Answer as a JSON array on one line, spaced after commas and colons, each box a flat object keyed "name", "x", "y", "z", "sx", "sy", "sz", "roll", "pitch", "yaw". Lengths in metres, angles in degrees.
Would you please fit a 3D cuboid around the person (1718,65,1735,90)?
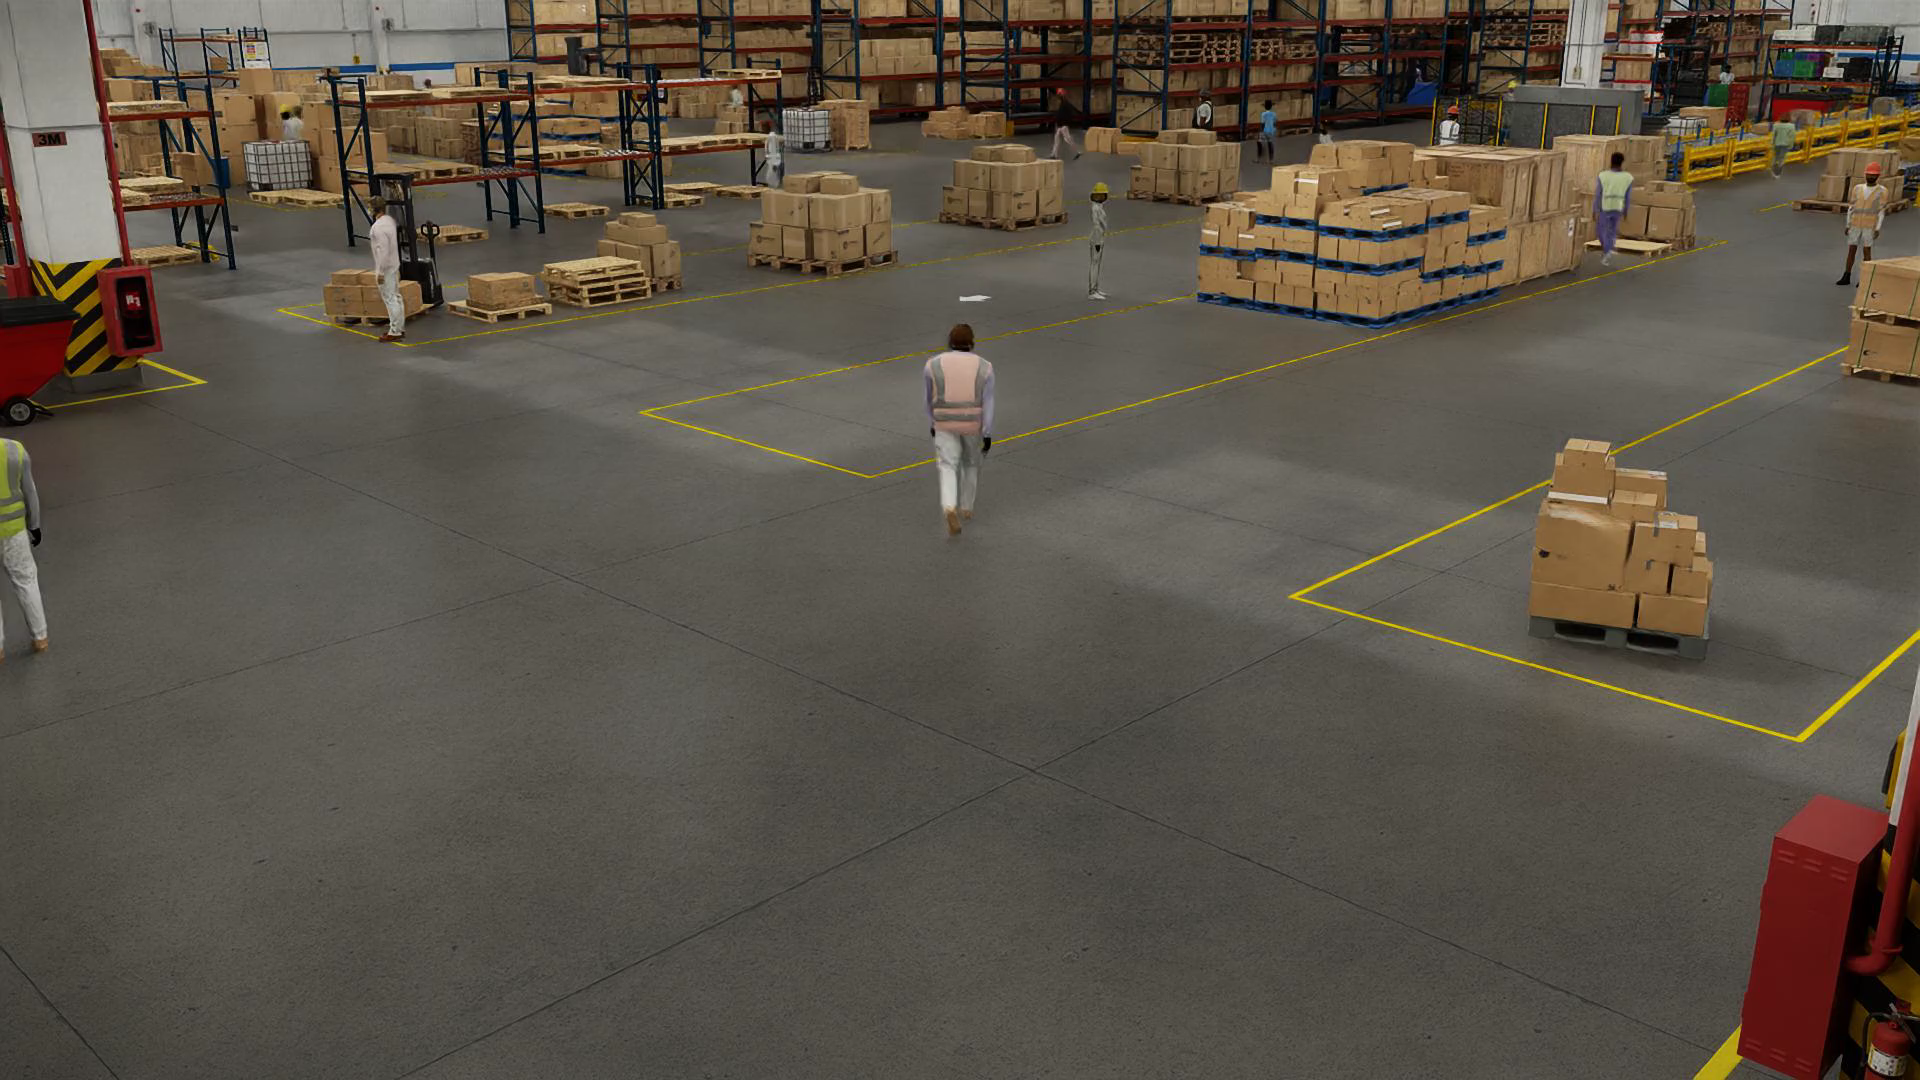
[{"name": "person", "x": 29.955, "y": -17.727, "z": 65.045, "sx": 0.550, "sy": 1.684, "sz": 0.427, "roll": 6, "pitch": 19, "yaw": 17}]

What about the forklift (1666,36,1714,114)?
[{"name": "forklift", "x": 27.341, "y": -17.291, "z": 61.877, "sx": 1.129, "sy": 2.768, "sz": 1.873, "roll": 17, "pitch": 25, "yaw": 41}]

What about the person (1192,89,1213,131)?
[{"name": "person", "x": 6.335, "y": -10.785, "z": 43.588, "sx": 0.537, "sy": 2.000, "sz": 0.694, "roll": 8, "pitch": 20, "yaw": 23}]

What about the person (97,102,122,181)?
[{"name": "person", "x": -20.832, "y": -9.744, "z": 40.610, "sx": 0.361, "sy": 1.940, "sz": 0.543, "roll": 8, "pitch": 20, "yaw": 23}]

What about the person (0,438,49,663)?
[{"name": "person", "x": -6.744, "y": -0.058, "z": 11.581, "sx": 0.633, "sy": 1.841, "sz": 0.429, "roll": -16, "pitch": 24, "yaw": -40}]

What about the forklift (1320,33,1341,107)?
[{"name": "forklift", "x": 14.713, "y": -18.727, "z": 66.203, "sx": 1.873, "sy": 2.768, "sz": 1.129, "roll": 16, "pitch": 24, "yaw": 40}]

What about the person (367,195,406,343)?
[{"name": "person", "x": -7.628, "y": -3.600, "z": 22.100, "sx": 0.357, "sy": 1.937, "sz": 0.638, "roll": -2, "pitch": 18, "yaw": -5}]

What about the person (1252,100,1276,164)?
[{"name": "person", "x": 8.181, "y": -10.962, "z": 44.683, "sx": 0.555, "sy": 1.665, "sz": 0.727, "roll": -15, "pitch": 23, "yaw": -37}]

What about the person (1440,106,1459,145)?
[{"name": "person", "x": 11.407, "y": -9.130, "z": 38.786, "sx": 0.385, "sy": 1.930, "sz": 0.539, "roll": -11, "pitch": 21, "yaw": -29}]

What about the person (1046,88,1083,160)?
[{"name": "person", "x": 2.902, "y": -11.371, "z": 45.507, "sx": 0.993, "sy": 1.954, "sz": 0.610, "roll": 3, "pitch": 19, "yaw": 8}]

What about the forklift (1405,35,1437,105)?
[{"name": "forklift", "x": 17.205, "y": -17.718, "z": 63.164, "sx": 1.873, "sy": 2.768, "sz": 1.129, "roll": 5, "pitch": 19, "yaw": 16}]

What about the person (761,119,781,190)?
[{"name": "person", "x": -4.037, "y": -8.113, "z": 35.804, "sx": 0.414, "sy": 1.866, "sz": 0.626, "roll": -2, "pitch": 18, "yaw": -7}]

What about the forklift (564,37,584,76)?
[{"name": "forklift", "x": -14.198, "y": -17.134, "z": 61.404, "sx": 1.873, "sy": 2.768, "sz": 1.129, "roll": 2, "pitch": 18, "yaw": 6}]

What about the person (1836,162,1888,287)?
[{"name": "person", "x": 14.235, "y": -4.963, "z": 26.200, "sx": 0.343, "sy": 1.942, "sz": 0.548, "roll": -16, "pitch": 24, "yaw": -40}]

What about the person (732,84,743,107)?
[{"name": "person", "x": -7.201, "y": -14.046, "z": 54.064, "sx": 0.377, "sy": 1.623, "sz": 0.519, "roll": 9, "pitch": 20, "yaw": 24}]

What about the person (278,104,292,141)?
[{"name": "person", "x": -15.942, "y": -9.397, "z": 39.613, "sx": 0.583, "sy": 1.908, "sz": 0.445, "roll": 15, "pitch": 24, "yaw": 38}]

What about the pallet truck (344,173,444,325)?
[{"name": "pallet truck", "x": -8.209, "y": -4.181, "z": 23.757, "sx": 0.823, "sy": 1.965, "sz": 1.885, "roll": 3, "pitch": 19, "yaw": 9}]

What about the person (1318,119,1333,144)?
[{"name": "person", "x": 7.883, "y": -8.142, "z": 35.914, "sx": 0.622, "sy": 1.852, "sz": 0.522, "roll": -4, "pitch": 19, "yaw": -13}]

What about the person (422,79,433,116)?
[{"name": "person", "x": -17.851, "y": -14.730, "z": 56.133, "sx": 0.454, "sy": 1.625, "sz": 0.518, "roll": 12, "pitch": 22, "yaw": 32}]

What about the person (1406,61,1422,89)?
[{"name": "person", "x": 17.624, "y": -17.693, "z": 64.677, "sx": 0.944, "sy": 1.888, "sz": 0.545, "roll": -16, "pitch": 24, "yaw": -39}]

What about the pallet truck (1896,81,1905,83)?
[{"name": "pallet truck", "x": 34.802, "y": -16.331, "z": 61.455, "sx": 0.653, "sy": 1.274, "sz": 1.630, "roll": 17, "pitch": 25, "yaw": 41}]

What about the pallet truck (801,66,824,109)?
[{"name": "pallet truck", "x": -4.812, "y": -15.182, "z": 56.903, "sx": 0.823, "sy": 1.965, "sz": 1.885, "roll": -9, "pitch": 21, "yaw": -26}]

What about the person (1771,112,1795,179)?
[{"name": "person", "x": 20.410, "y": -9.785, "z": 41.244, "sx": 0.507, "sy": 1.616, "sz": 0.576, "roll": 16, "pitch": 24, "yaw": 40}]

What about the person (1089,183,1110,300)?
[{"name": "person", "x": 2.110, "y": -4.535, "z": 25.223, "sx": 0.294, "sy": 1.744, "sz": 0.487, "roll": 3, "pitch": 19, "yaw": 9}]

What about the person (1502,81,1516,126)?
[{"name": "person", "x": 16.903, "y": -13.202, "z": 51.246, "sx": 0.622, "sy": 1.796, "sz": 0.835, "roll": 14, "pitch": 23, "yaw": 36}]

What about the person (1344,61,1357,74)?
[{"name": "person", "x": 16.786, "y": -19.921, "z": 71.515, "sx": 0.609, "sy": 1.789, "sz": 0.921, "roll": 15, "pitch": 23, "yaw": 37}]

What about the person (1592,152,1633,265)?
[{"name": "person", "x": 11.028, "y": -5.591, "z": 28.139, "sx": 0.611, "sy": 1.904, "sz": 0.494, "roll": 1, "pitch": 18, "yaw": 3}]

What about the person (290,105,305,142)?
[{"name": "person", "x": -15.653, "y": -9.300, "z": 39.312, "sx": 0.669, "sy": 1.925, "sz": 0.642, "roll": -13, "pitch": 23, "yaw": -35}]

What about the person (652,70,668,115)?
[{"name": "person", "x": -10.164, "y": -14.975, "z": 56.420, "sx": 0.587, "sy": 1.911, "sz": 0.397, "roll": 7, "pitch": 20, "yaw": 19}]

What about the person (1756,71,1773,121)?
[{"name": "person", "x": 28.647, "y": -15.761, "z": 59.036, "sx": 0.371, "sy": 1.747, "sz": 0.521, "roll": -2, "pitch": 18, "yaw": -7}]

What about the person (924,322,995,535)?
[{"name": "person", "x": -0.005, "y": -0.963, "z": 14.382, "sx": 0.610, "sy": 1.803, "sz": 0.871, "roll": -1, "pitch": 18, "yaw": -3}]
